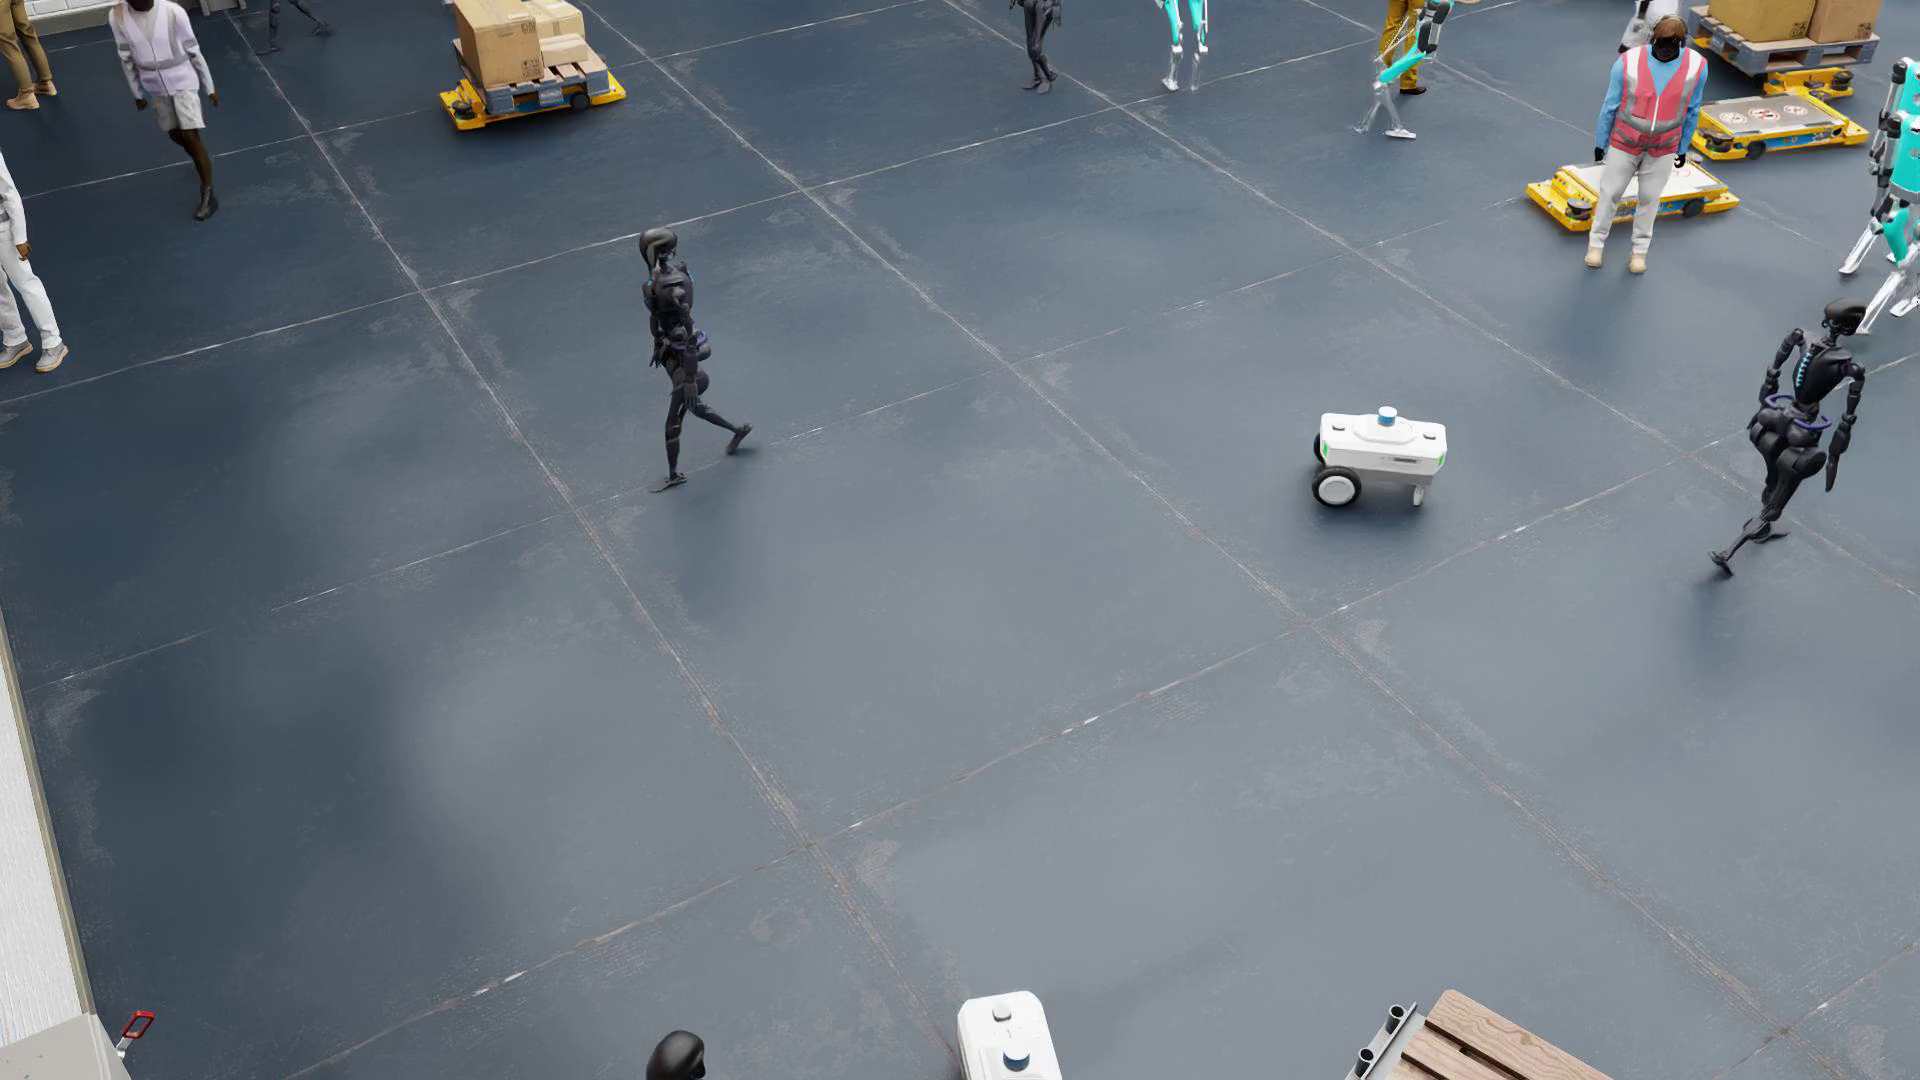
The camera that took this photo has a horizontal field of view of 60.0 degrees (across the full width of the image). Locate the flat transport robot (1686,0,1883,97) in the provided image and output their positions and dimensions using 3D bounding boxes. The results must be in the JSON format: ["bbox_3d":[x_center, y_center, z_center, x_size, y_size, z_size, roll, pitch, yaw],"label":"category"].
[{"bbox_3d":[7.146,-4.239,14.641,0.659,0.231,1.431,-8,39,-10],"label":"flat transport robot"}]

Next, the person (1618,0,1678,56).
[{"bbox_3d":[5.689,-4.308,13.587,0.442,1.674,0.567,28,46,30],"label":"person"}]

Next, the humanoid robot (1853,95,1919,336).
[{"bbox_3d":[6.287,-2.126,10.813,1.018,1.736,0.541,-19,42,-22],"label":"humanoid robot"}]

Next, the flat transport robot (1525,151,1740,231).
[{"bbox_3d":[5.119,-2.654,12.641,1.431,0.231,0.659,-10,39,-12],"label":"flat transport robot"}]

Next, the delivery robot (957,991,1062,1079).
[{"bbox_3d":[0.216,2.150,6.365,0.499,0.614,0.804,-7,39,-9],"label":"delivery robot"}]

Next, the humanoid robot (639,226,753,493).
[{"bbox_3d":[-1.555,-1.064,9.539,0.749,1.637,0.609,-20,42,-23],"label":"humanoid robot"}]

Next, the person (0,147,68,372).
[{"bbox_3d":[-6.109,-1.926,10.424,0.576,1.882,0.354,6,39,8],"label":"person"}]

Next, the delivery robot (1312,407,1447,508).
[{"bbox_3d":[2.418,-0.507,9.710,0.777,0.606,0.517,6,39,8],"label":"delivery robot"}]

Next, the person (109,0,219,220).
[{"bbox_3d":[-5.816,-3.400,12.280,0.584,1.895,0.856,-5,39,-6],"label":"person"}]

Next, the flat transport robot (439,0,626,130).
[{"bbox_3d":[-3.624,-3.804,14.092,1.431,0.231,0.659,-17,42,-21],"label":"flat transport robot"}]

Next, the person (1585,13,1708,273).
[{"bbox_3d":[4.710,-2.736,11.490,0.634,1.831,0.430,9,39,11],"label":"person"}]

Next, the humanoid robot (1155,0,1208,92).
[{"bbox_3d":[1.907,-4.517,13.828,0.536,1.822,0.671,-8,39,-10],"label":"humanoid robot"}]

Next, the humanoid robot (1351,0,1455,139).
[{"bbox_3d":[3.528,-3.962,13.201,0.776,1.892,0.552,5,39,6],"label":"humanoid robot"}]

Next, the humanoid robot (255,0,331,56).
[{"bbox_3d":[-6.088,-5.184,14.740,0.785,1.626,0.596,-29,46,-31],"label":"humanoid robot"}]

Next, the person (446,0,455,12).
[{"bbox_3d":[-4.558,-5.764,15.318,0.726,1.807,0.720,-13,40,-15],"label":"person"}]

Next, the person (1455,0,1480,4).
[{"bbox_3d":[4.868,-6.027,15.598,0.337,1.881,0.581,6,39,7],"label":"person"}]

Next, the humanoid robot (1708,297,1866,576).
[{"bbox_3d":[4.423,-0.563,8.902,0.740,1.641,0.601,-16,41,-19],"label":"humanoid robot"}]

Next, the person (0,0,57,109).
[{"bbox_3d":[-7.895,-4.453,13.711,0.368,1.761,0.524,6,39,7],"label":"person"}]

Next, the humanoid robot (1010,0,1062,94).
[{"bbox_3d":[0.646,-4.562,13.913,0.337,1.643,0.609,-30,47,-32],"label":"humanoid robot"}]

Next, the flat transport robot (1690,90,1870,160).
[{"bbox_3d":[6.590,-3.378,13.554,1.431,0.231,0.659,-9,39,-11],"label":"flat transport robot"}]

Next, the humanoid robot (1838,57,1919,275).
[{"bbox_3d":[6.669,-2.651,11.478,0.959,1.754,0.539,-21,43,-24],"label":"humanoid robot"}]

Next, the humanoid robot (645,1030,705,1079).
[{"bbox_3d":[-0.845,2.143,5.447,0.612,1.649,0.343,8,39,10],"label":"humanoid robot"}]

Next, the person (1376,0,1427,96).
[{"bbox_3d":[3.804,-4.612,13.914,0.341,1.753,0.524,-24,44,-27],"label":"person"}]
